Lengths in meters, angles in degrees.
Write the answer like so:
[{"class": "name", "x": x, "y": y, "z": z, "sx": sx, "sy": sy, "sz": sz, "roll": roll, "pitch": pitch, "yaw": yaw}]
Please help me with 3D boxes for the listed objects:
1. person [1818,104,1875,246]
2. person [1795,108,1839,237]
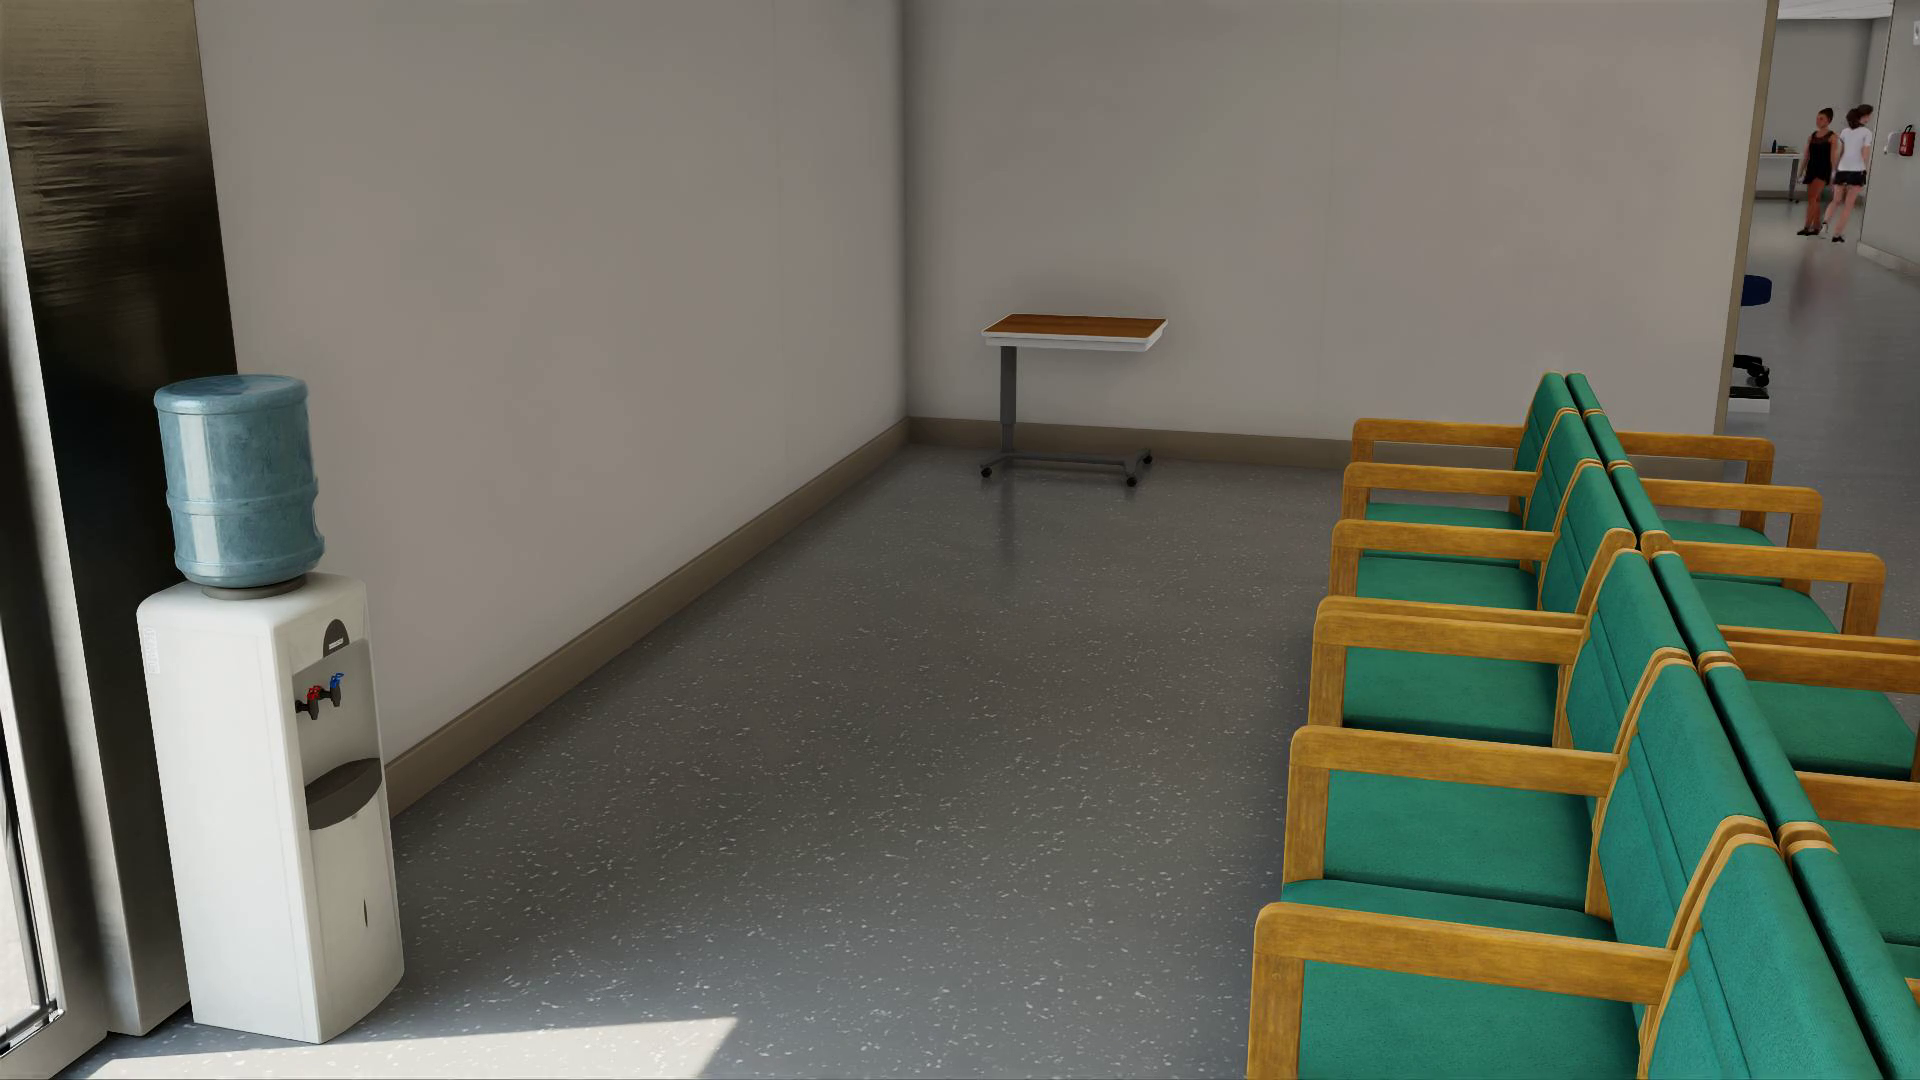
[{"class": "person", "x": 11.132, "y": -4.555, "z": 20.859, "sx": 0.882, "sy": 1.730, "sz": 0.853, "roll": -14, "pitch": 21, "yaw": -40}, {"class": "person", "x": 11.467, "y": -4.870, "z": 22.097, "sx": 0.913, "sy": 1.663, "sz": 0.831, "roll": -7, "pitch": 17, "yaw": -23}]
